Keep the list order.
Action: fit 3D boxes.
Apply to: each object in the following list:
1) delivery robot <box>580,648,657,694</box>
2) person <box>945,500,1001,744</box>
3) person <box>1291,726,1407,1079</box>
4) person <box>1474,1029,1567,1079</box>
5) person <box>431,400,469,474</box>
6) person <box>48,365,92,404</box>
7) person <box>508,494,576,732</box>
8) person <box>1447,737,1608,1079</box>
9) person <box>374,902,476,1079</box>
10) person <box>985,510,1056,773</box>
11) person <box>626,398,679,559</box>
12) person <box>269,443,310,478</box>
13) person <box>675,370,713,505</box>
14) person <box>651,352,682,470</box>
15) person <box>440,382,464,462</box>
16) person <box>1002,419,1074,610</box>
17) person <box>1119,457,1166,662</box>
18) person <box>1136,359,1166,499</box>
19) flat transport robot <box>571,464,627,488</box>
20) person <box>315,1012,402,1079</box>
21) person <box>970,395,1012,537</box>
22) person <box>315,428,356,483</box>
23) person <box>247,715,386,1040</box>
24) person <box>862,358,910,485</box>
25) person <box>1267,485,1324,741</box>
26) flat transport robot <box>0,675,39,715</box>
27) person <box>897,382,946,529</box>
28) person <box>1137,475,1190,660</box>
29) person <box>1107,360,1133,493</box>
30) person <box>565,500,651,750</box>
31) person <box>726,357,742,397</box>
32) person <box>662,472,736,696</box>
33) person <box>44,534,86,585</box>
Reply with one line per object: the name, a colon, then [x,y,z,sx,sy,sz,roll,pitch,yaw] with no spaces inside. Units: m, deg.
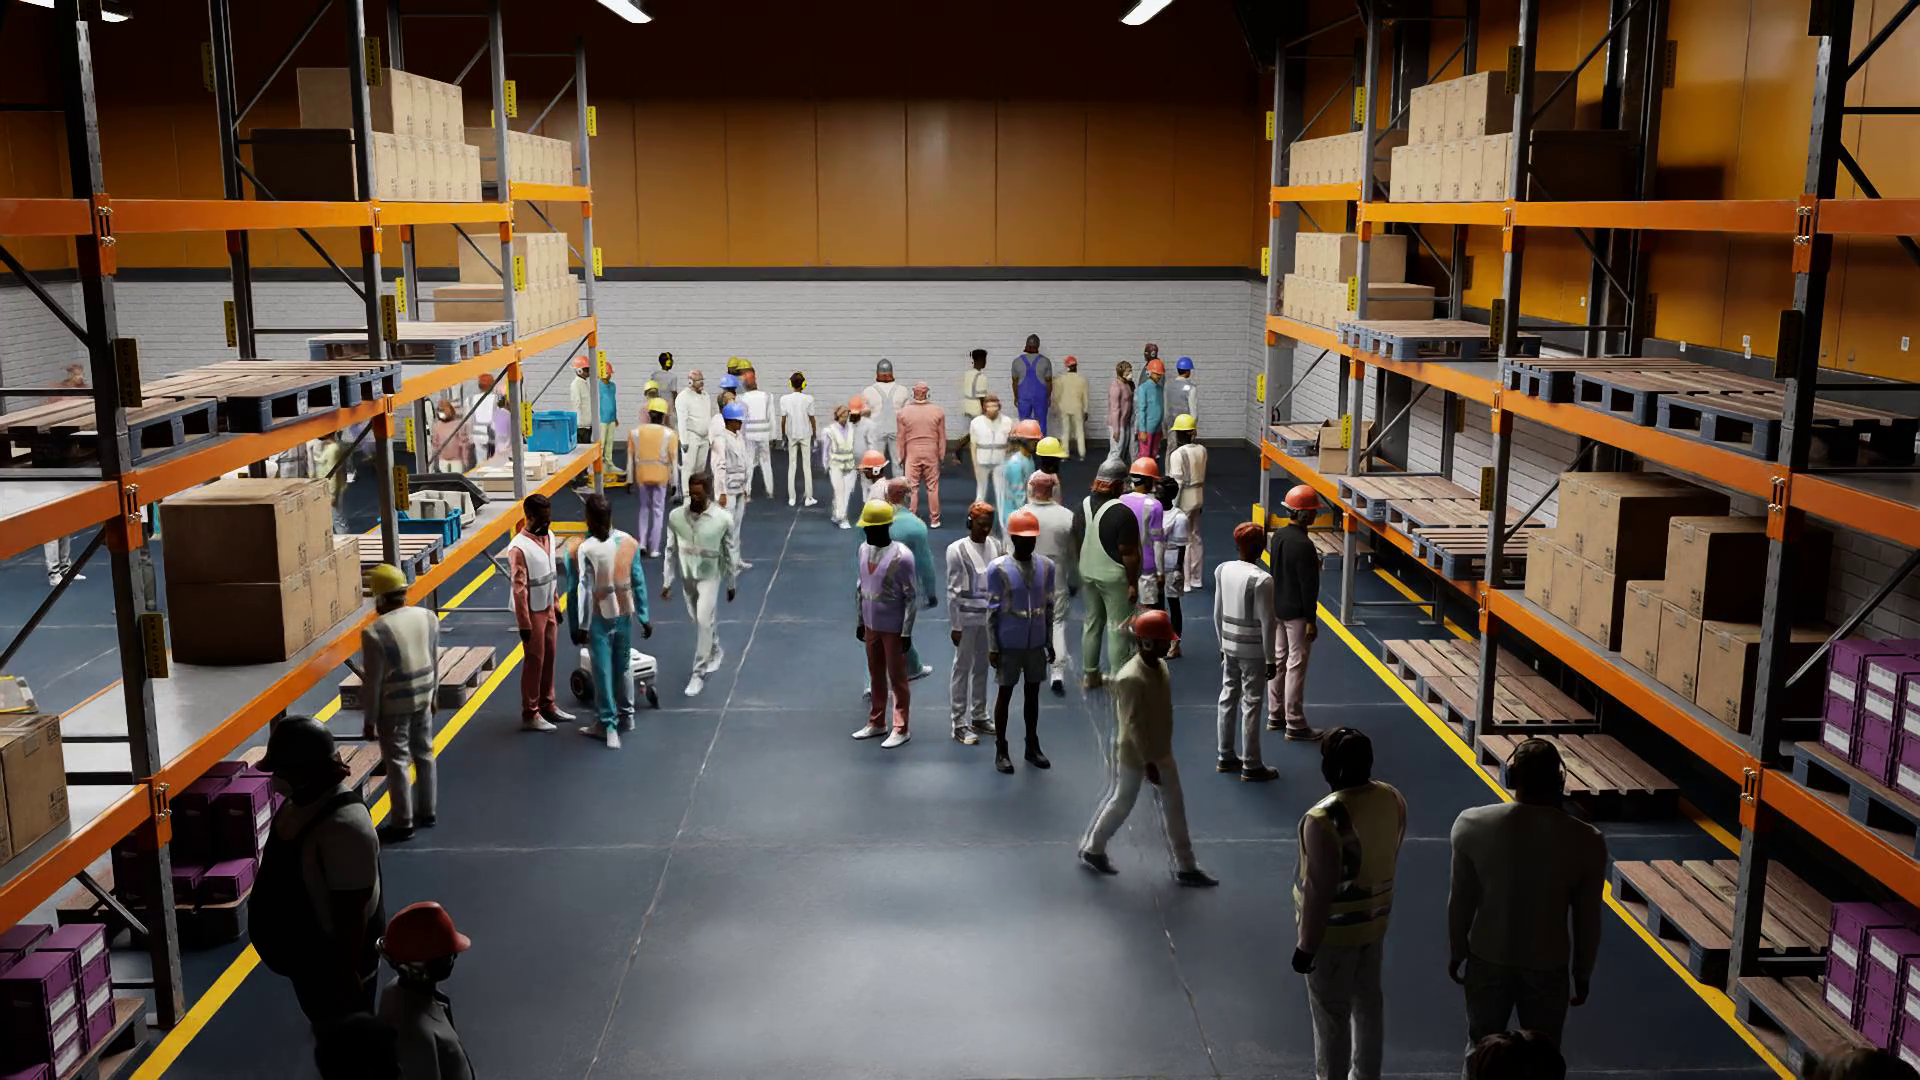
delivery robot: [-2.856,1.046,13.891,0.707,0.478,0.477,11,15,42]
person: [0.128,0.622,12.905,0.354,1.886,0.572,10,15,42]
person: [1.706,1.730,7.461,0.631,1.842,0.428,-9,15,-39]
person: [1.555,2.266,4.774,0.429,1.844,0.627,-2,12,-11]
person: [-6.703,-1.035,21.879,0.513,1.619,0.369,2,11,10]
person: [-12.948,-1.630,24.293,0.942,1.855,0.659,6,13,28]
person: [-3.341,0.569,13.128,0.413,1.906,0.599,2,12,11]
person: [2.369,1.774,7.031,0.623,1.932,0.367,4,12,17]
person: [-1.846,2.099,5.829,0.327,1.752,0.561,-5,12,-25]
person: [0.458,0.735,12.197,0.545,1.942,0.354,-5,12,-22]
person: [-3.627,-0.728,19.653,0.649,1.896,0.486,0,11,1]
person: [-7.950,-0.768,19.799,0.404,1.918,0.586,4,12,21]
person: [-3.631,-1.401,22.991,0.401,1.910,0.640,6,13,29]
person: [-4.633,-2.026,26.236,0.521,1.865,0.319,6,13,26]
person: [-8.168,-2.018,26.765,0.312,1.636,0.520,5,12,23]
person: [0.726,-0.207,16.770,0.966,2.002,0.615,4,12,21]
person: [1.610,0.224,14.795,0.542,1.928,0.377,10,15,41]
person: [2.734,-1.583,23.711,0.393,1.984,0.611,7,13,33]
flat transport robot: [-5.479,-0.979,24.995,0.652,0.197,1.431,-6,13,-28]
person: [-1.787,2.258,4.788,1.033,1.864,0.572,-7,13,-32]
person: [0.410,-0.924,20.878,0.565,1.788,0.962,-3,12,-14]
person: [-9.355,-1.726,24.687,0.596,1.887,0.997,2,11,10]
person: [-2.734,1.705,7.082,0.536,2.000,0.683,-9,14,-38]
person: [-1.047,-1.522,23.265,0.682,2.000,0.537,-2,11,-10]
person: [2.615,0.559,12.944,0.378,1.995,0.609,-3,12,-16]
flat transport robot: [-7.824,1.343,13.351,0.652,0.197,1.431,-8,14,-33]
person: [-0.497,-1.080,21.390,0.639,1.908,0.409,-1,11,-5]
person: [1.879,0.244,15.276,0.318,1.697,0.533,-7,13,-33]
person: [2.324,-1.645,24.183,0.371,1.933,0.624,4,12,20]
person: [-2.755,0.610,12.973,0.608,1.892,0.847,-6,13,-26]
person: [-3.620,-2.093,26.910,0.320,1.737,0.486,-5,12,-25]
person: [-2.236,0.325,14.445,0.596,1.882,1.002,3,12,14]
person: [-9.891,-0.375,18.266,0.300,1.743,0.488,0,11,0]
